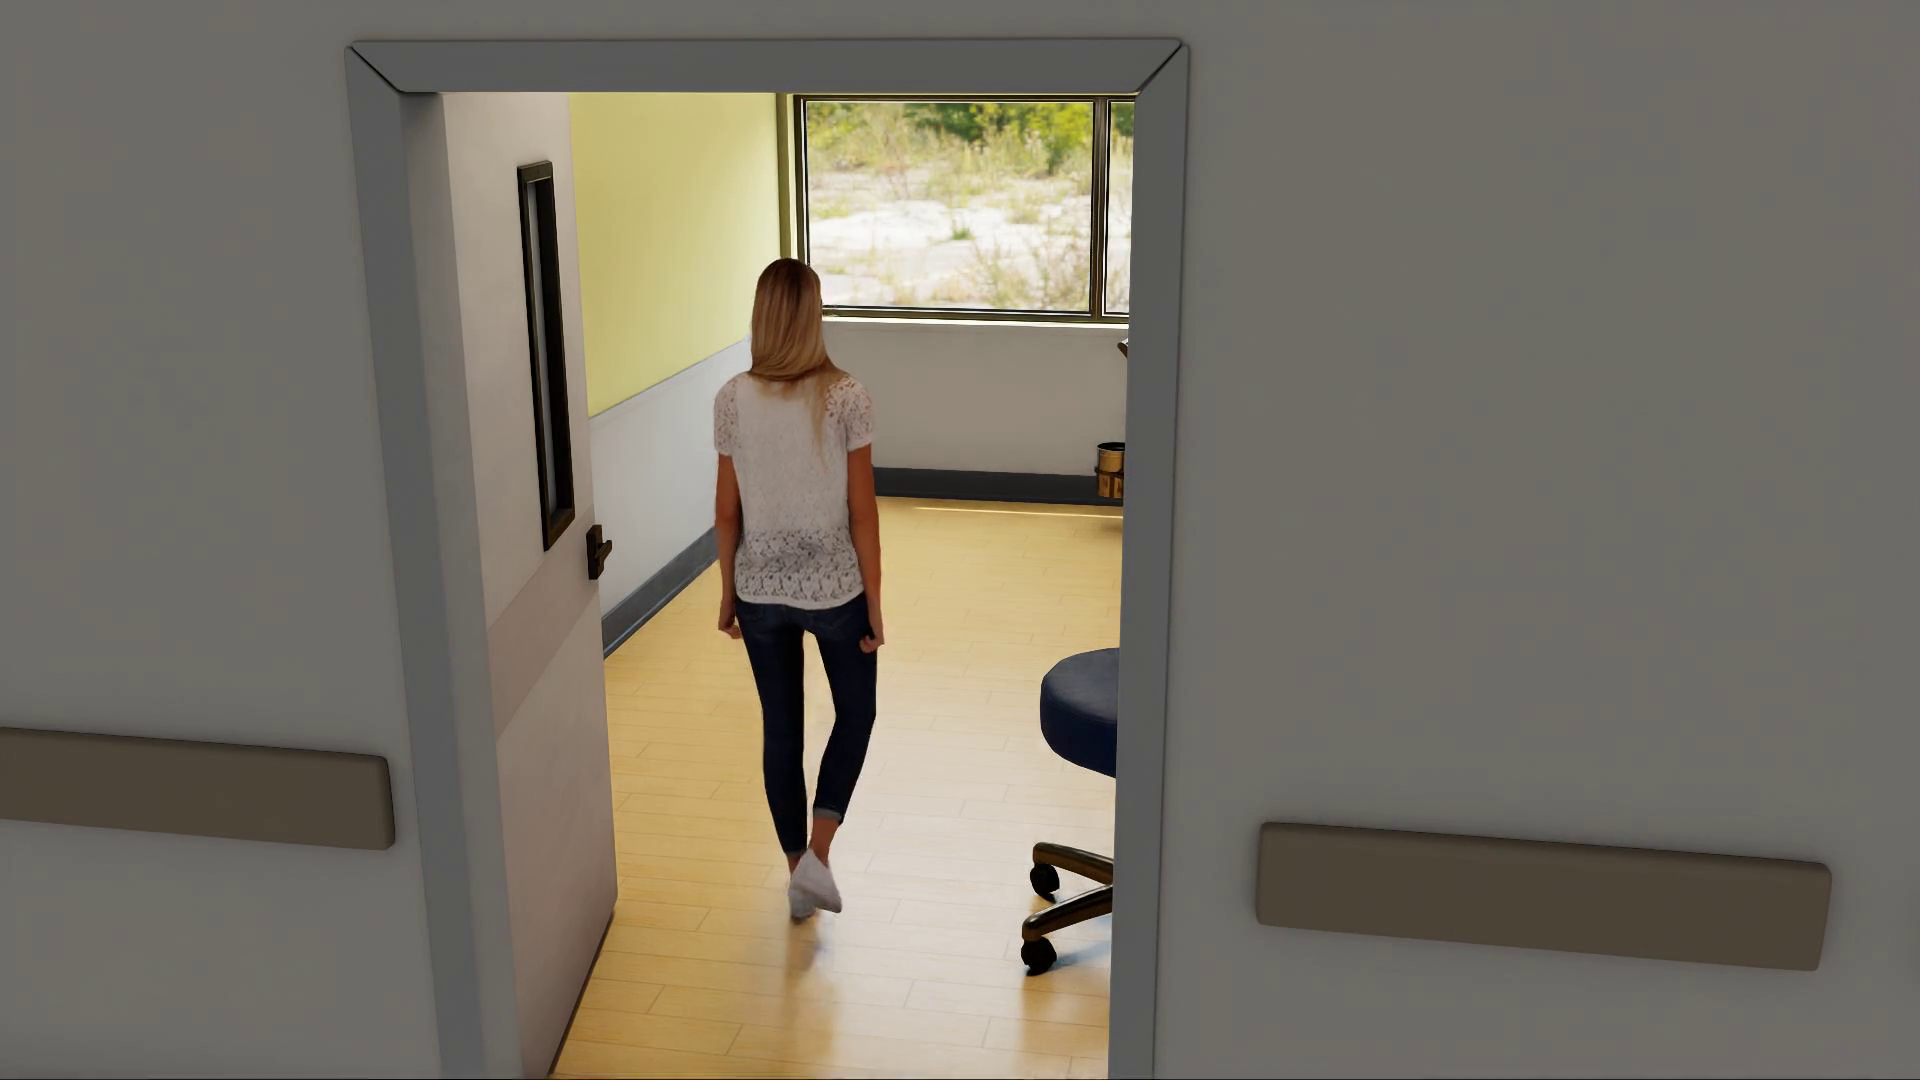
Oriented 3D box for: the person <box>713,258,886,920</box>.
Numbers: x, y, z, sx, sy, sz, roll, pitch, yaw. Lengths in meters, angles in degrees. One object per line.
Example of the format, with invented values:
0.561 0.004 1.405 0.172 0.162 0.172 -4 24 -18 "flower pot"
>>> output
-0.419 0.198 4.291 0.672 1.797 0.693 2 16 6 "person"
